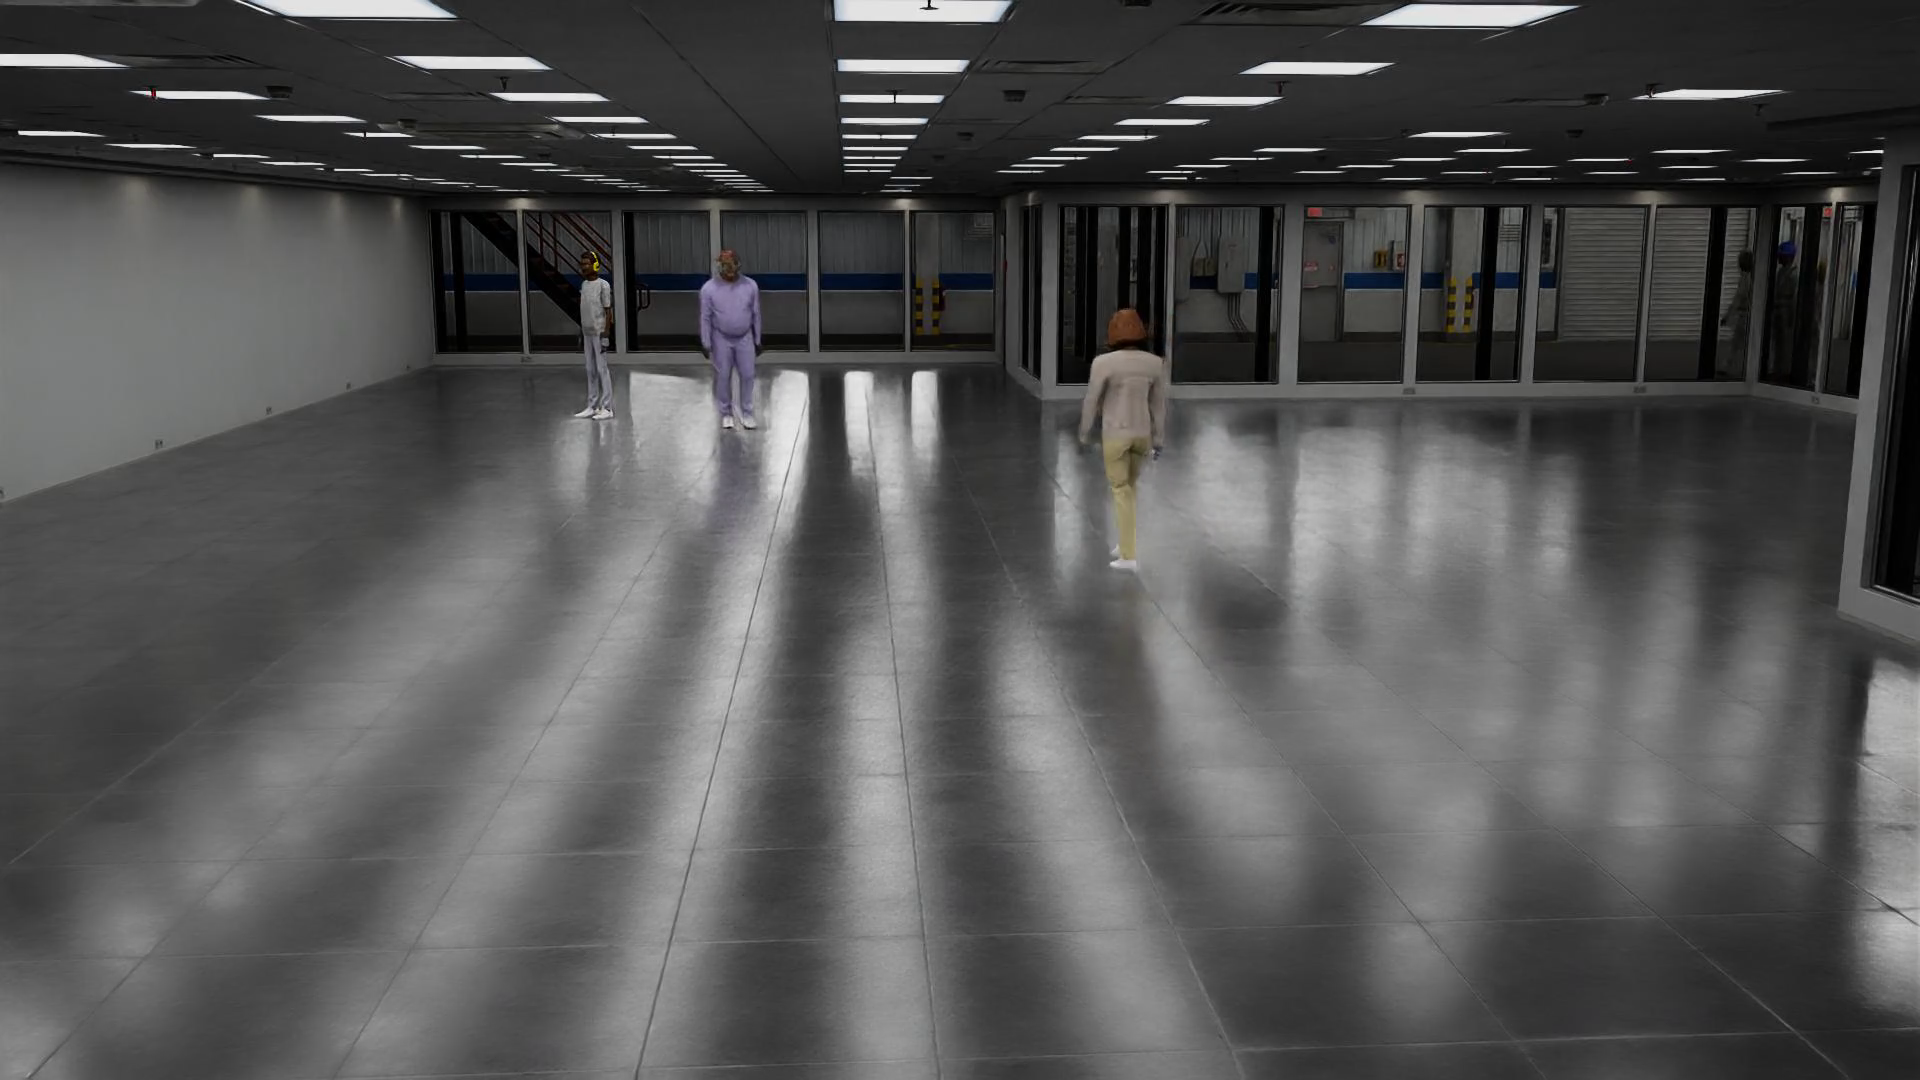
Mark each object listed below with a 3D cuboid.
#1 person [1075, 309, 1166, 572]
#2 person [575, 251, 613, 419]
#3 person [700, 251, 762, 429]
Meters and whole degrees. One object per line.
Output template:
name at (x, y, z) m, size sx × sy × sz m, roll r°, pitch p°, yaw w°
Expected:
person at (0.987, -0.626, 10.366) m, size 0.513 × 1.611 × 0.651 m, roll -5°, pitch 12°, yaw -26°
person at (-4.106, -2.285, 18.618) m, size 0.513 × 1.872 × 0.328 m, roll 9°, pitch 14°, yaw 39°
person at (-2.383, -2.081, 17.468) m, size 0.680 × 1.873 × 0.846 m, roll -3°, pitch 11°, yaw -17°
